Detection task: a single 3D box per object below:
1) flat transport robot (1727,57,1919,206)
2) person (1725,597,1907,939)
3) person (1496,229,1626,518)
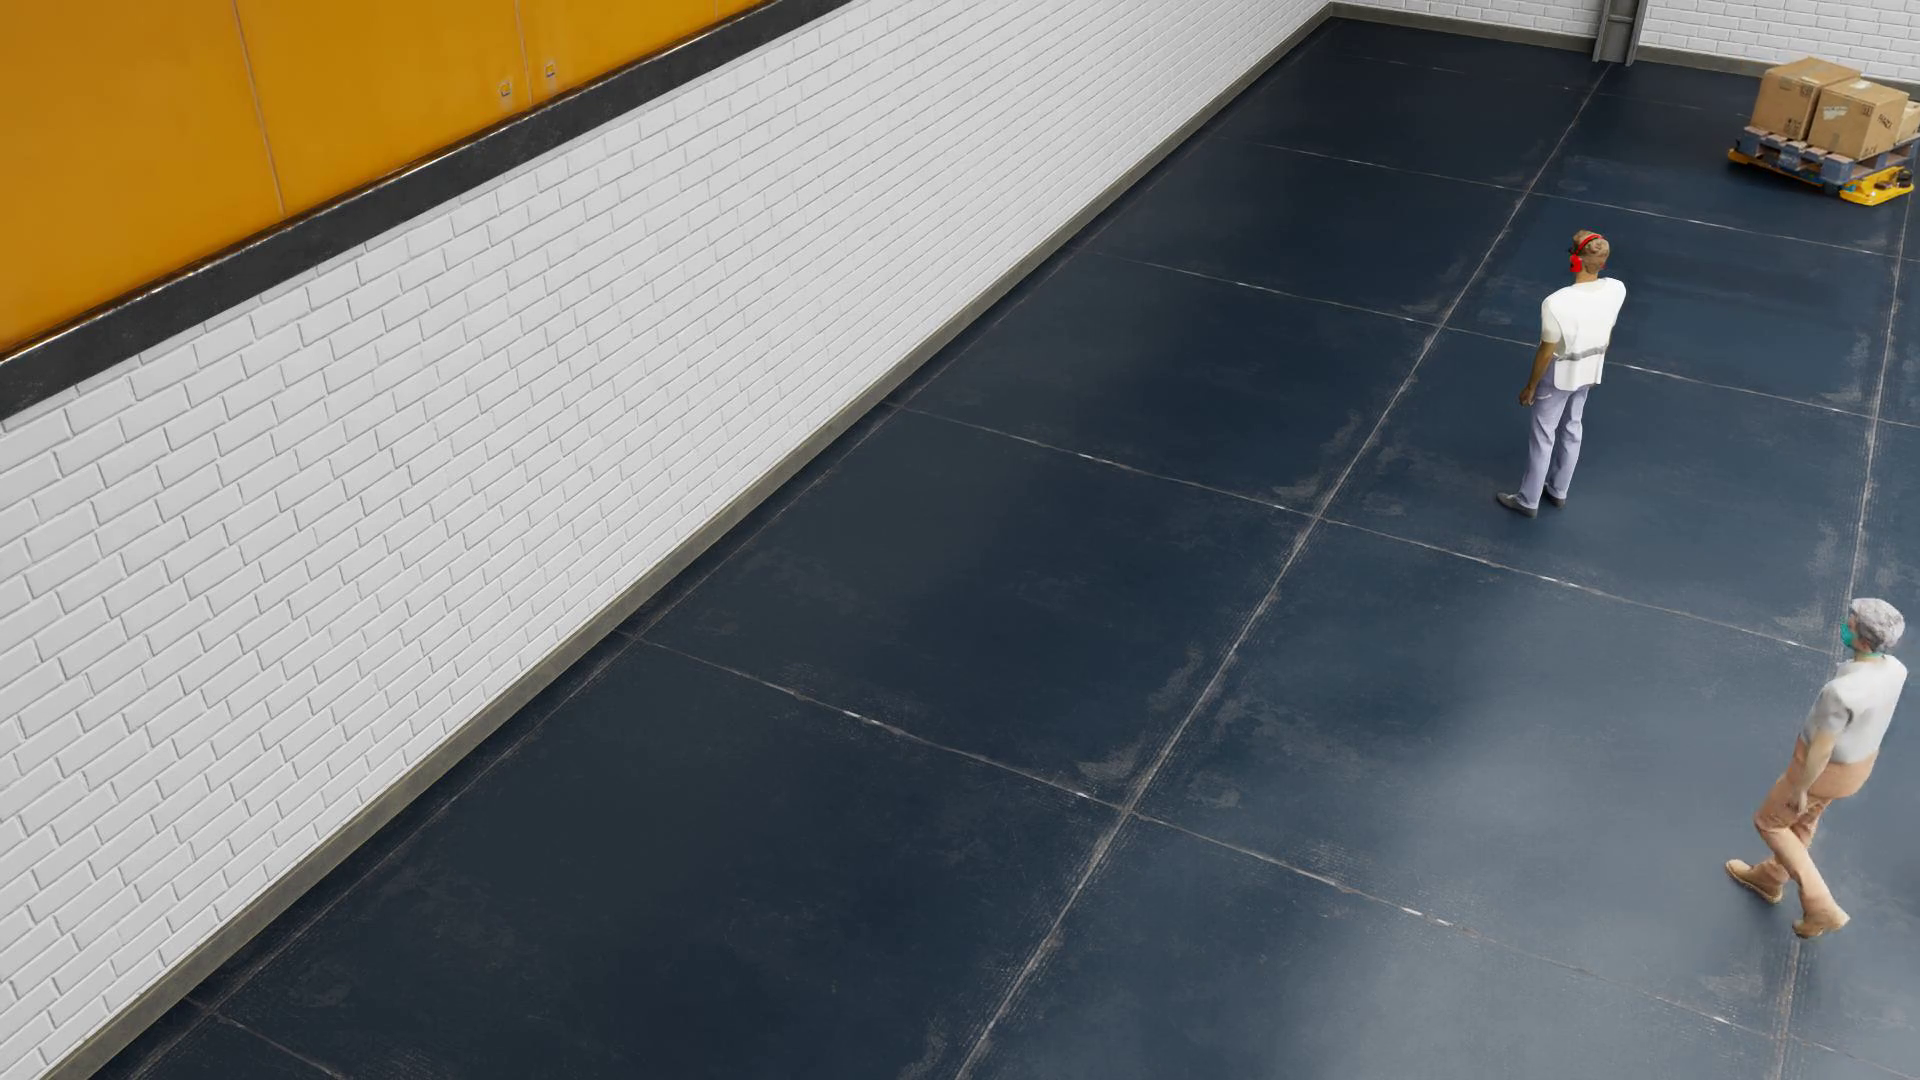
[{"bbox_3d":[7.764,-3.378,15.003,0.659,0.231,1.431,-21,39,-28],"label":"flat transport robot"},{"bbox_3d":[3.778,0.992,7.189,0.489,1.729,0.551,-19,38,-26],"label":"person"},{"bbox_3d":[3.638,-0.970,10.007,0.564,1.846,0.390,-16,37,-22],"label":"person"}]
